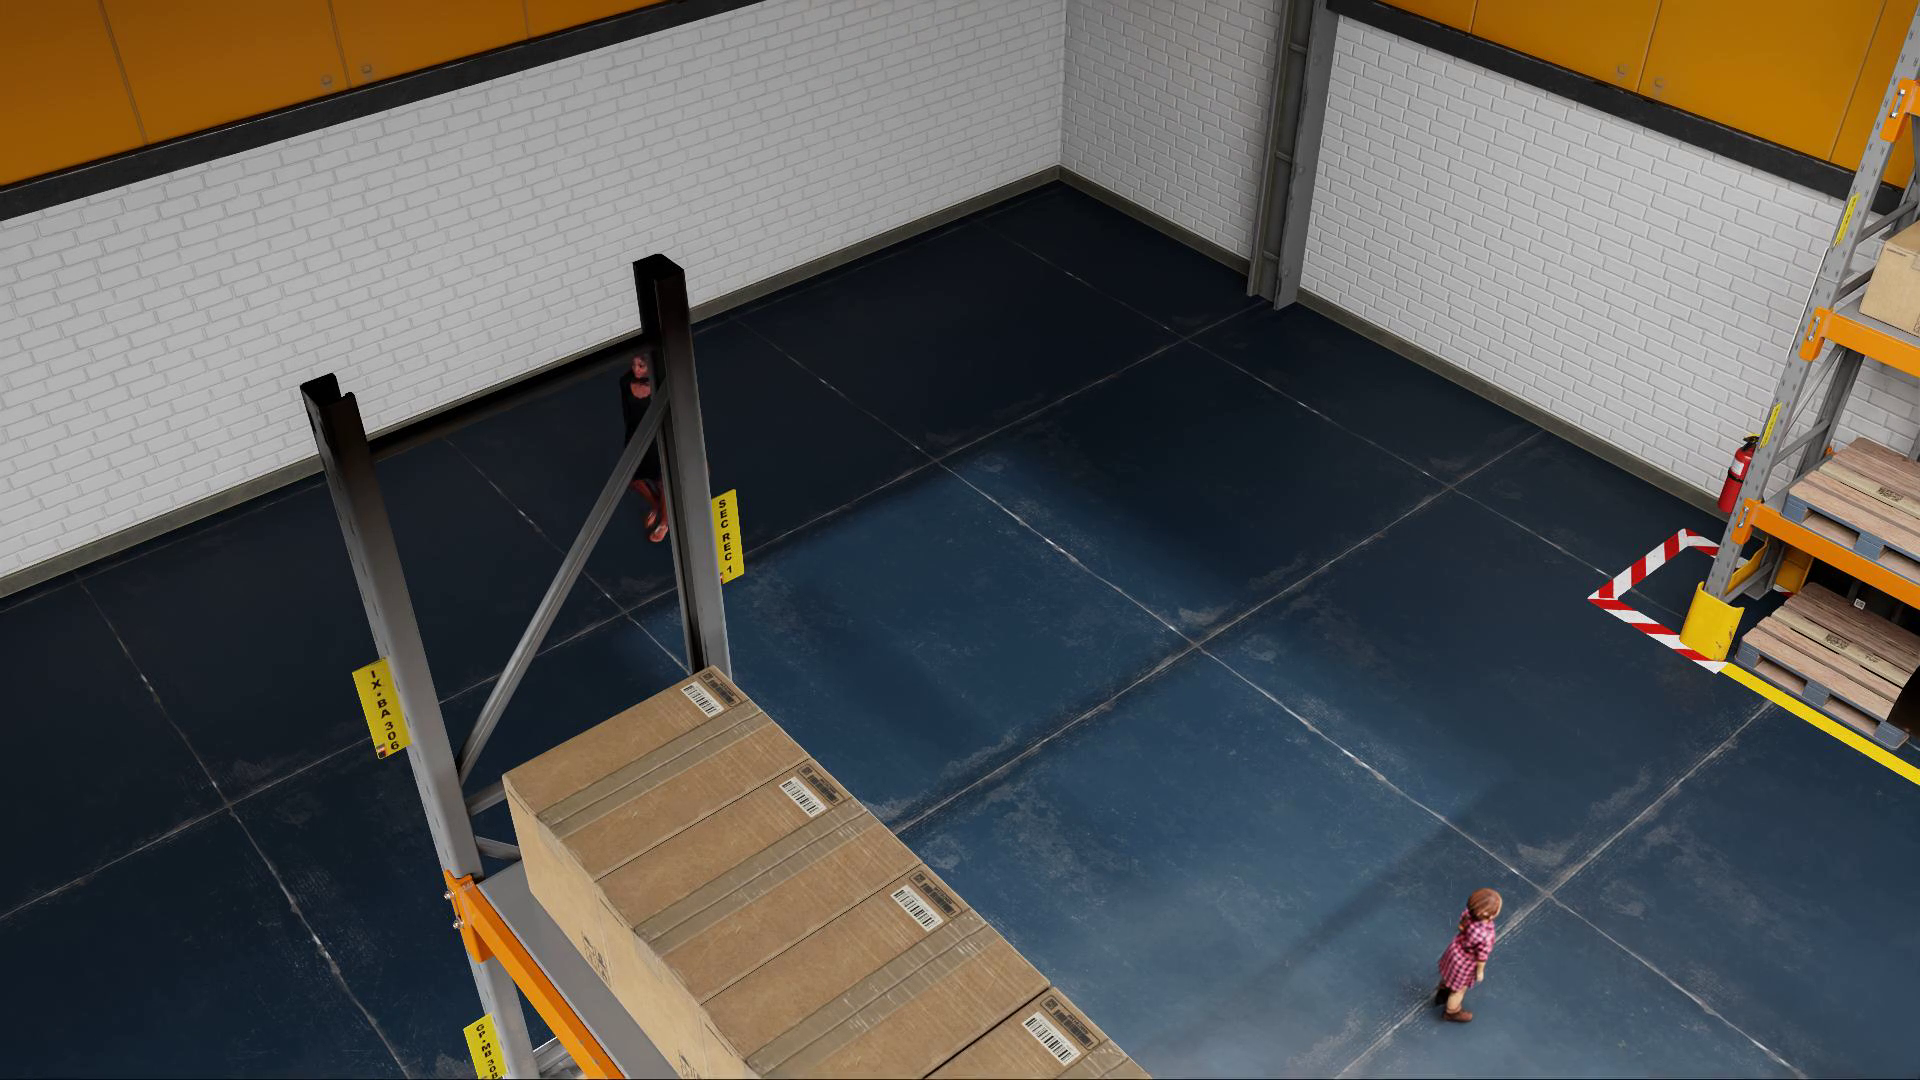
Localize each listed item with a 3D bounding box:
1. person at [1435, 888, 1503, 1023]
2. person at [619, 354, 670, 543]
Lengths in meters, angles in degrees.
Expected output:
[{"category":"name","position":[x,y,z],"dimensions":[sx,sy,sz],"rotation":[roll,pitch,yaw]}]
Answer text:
[{"category":"person","position":[2.852,2.325,9.354],"dimensions":[0.560,1.020,0.482],"rotation":[-7,39,-8]},{"category":"person","position":[-2.316,-0.775,12.682],"dimensions":[0.665,1.713,0.786],"rotation":[18,42,22]}]
